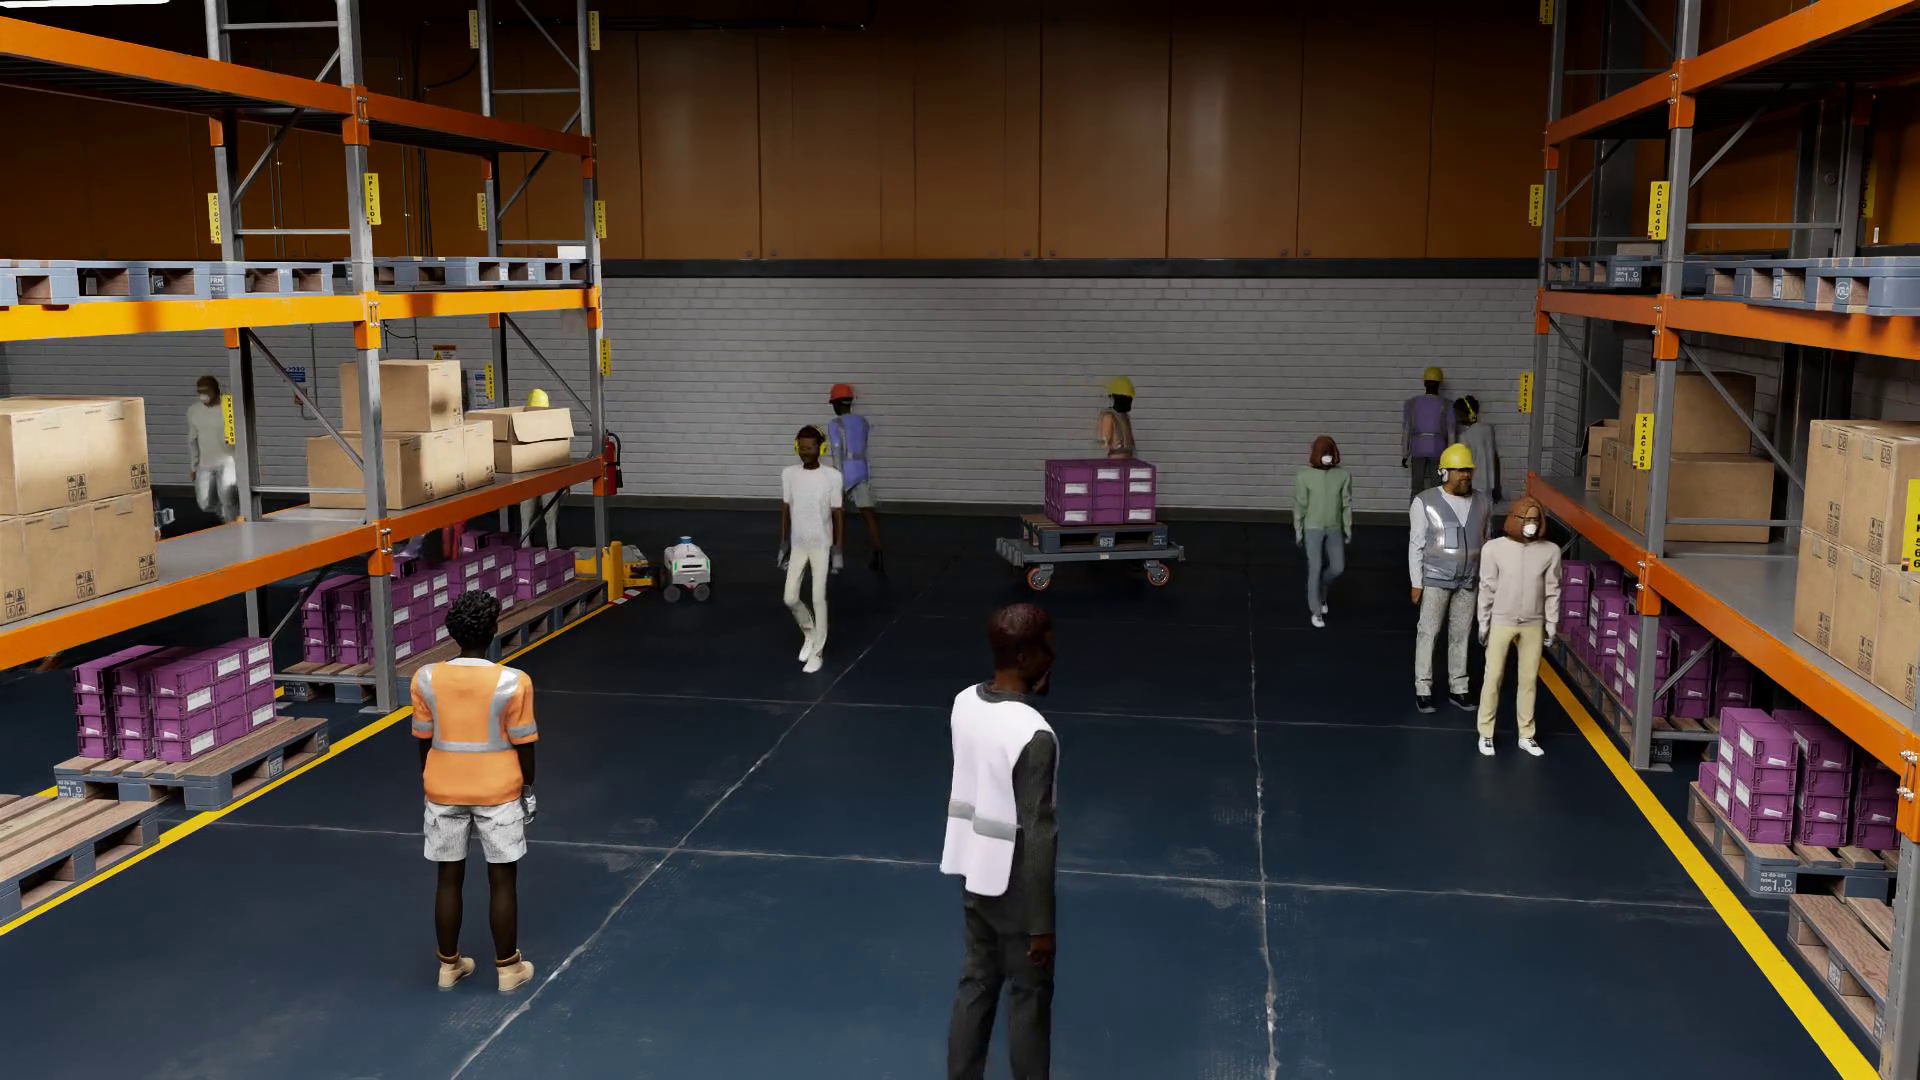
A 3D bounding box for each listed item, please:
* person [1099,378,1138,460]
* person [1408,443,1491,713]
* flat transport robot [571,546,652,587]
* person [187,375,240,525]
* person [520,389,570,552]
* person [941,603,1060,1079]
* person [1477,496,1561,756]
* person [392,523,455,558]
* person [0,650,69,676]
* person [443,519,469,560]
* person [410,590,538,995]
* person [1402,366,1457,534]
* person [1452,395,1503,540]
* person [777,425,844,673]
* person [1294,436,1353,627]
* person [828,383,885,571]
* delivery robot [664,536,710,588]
[{"bbox_3d":[1.737,-0.720,17.179,0.926,1.888,0.592,3,10,20],"label":"person"},{"bbox_3d":[3.331,0.259,11.282,0.595,1.836,0.404,-2,9,-11],"label":"person"},{"bbox_3d":[-3.413,0.246,16.173,0.652,0.197,1.431,-3,10,-17],"label":"flat transport robot"},{"bbox_3d":[-7.695,-0.772,17.380,0.679,1.919,0.553,2,9,10],"label":"person"},{"bbox_3d":[-4.171,-0.589,16.529,0.598,1.828,0.403,-3,10,-17],"label":"person"},{"bbox_3d":[0.205,1.157,5.647,0.612,1.924,0.630,-5,10,-28],"label":"person"},{"bbox_3d":[3.428,0.534,10.242,0.501,1.627,0.285,0,9,1],"label":"person"},{"bbox_3d":[-5.376,-0.667,16.966,0.899,1.864,0.700,-2,9,-11],"label":"person"},{"bbox_3d":[-6.961,0.043,12.339,0.653,1.934,0.495,2,9,13],"label":"person"},{"bbox_3d":[-4.995,-0.531,16.469,0.542,1.735,0.716,0,9,0],"label":"person"},{"bbox_3d":[-1.991,1.045,6.887,0.520,1.689,0.322,1,9,3],"label":"person"},{"bbox_3d":[5.273,-0.991,18.709,0.594,1.924,0.382,4,10,22],"label":"person"},{"bbox_3d":[4.897,-0.454,15.724,0.656,1.832,0.333,-6,11,-31],"label":"person"},{"bbox_3d":[-1.123,0.066,12.412,0.555,1.856,0.402,3,10,16],"label":"person"},{"bbox_3d":[3.054,-0.083,14.053,0.515,1.616,0.419,-1,9,-8],"label":"person"},{"bbox_3d":[-1.070,-0.629,16.668,0.561,1.884,1.036,-8,12,-41],"label":"person"},{"bbox_3d":[-2.503,0.210,15.233,0.477,0.478,0.707,-3,10,-17],"label":"delivery robot"}]
